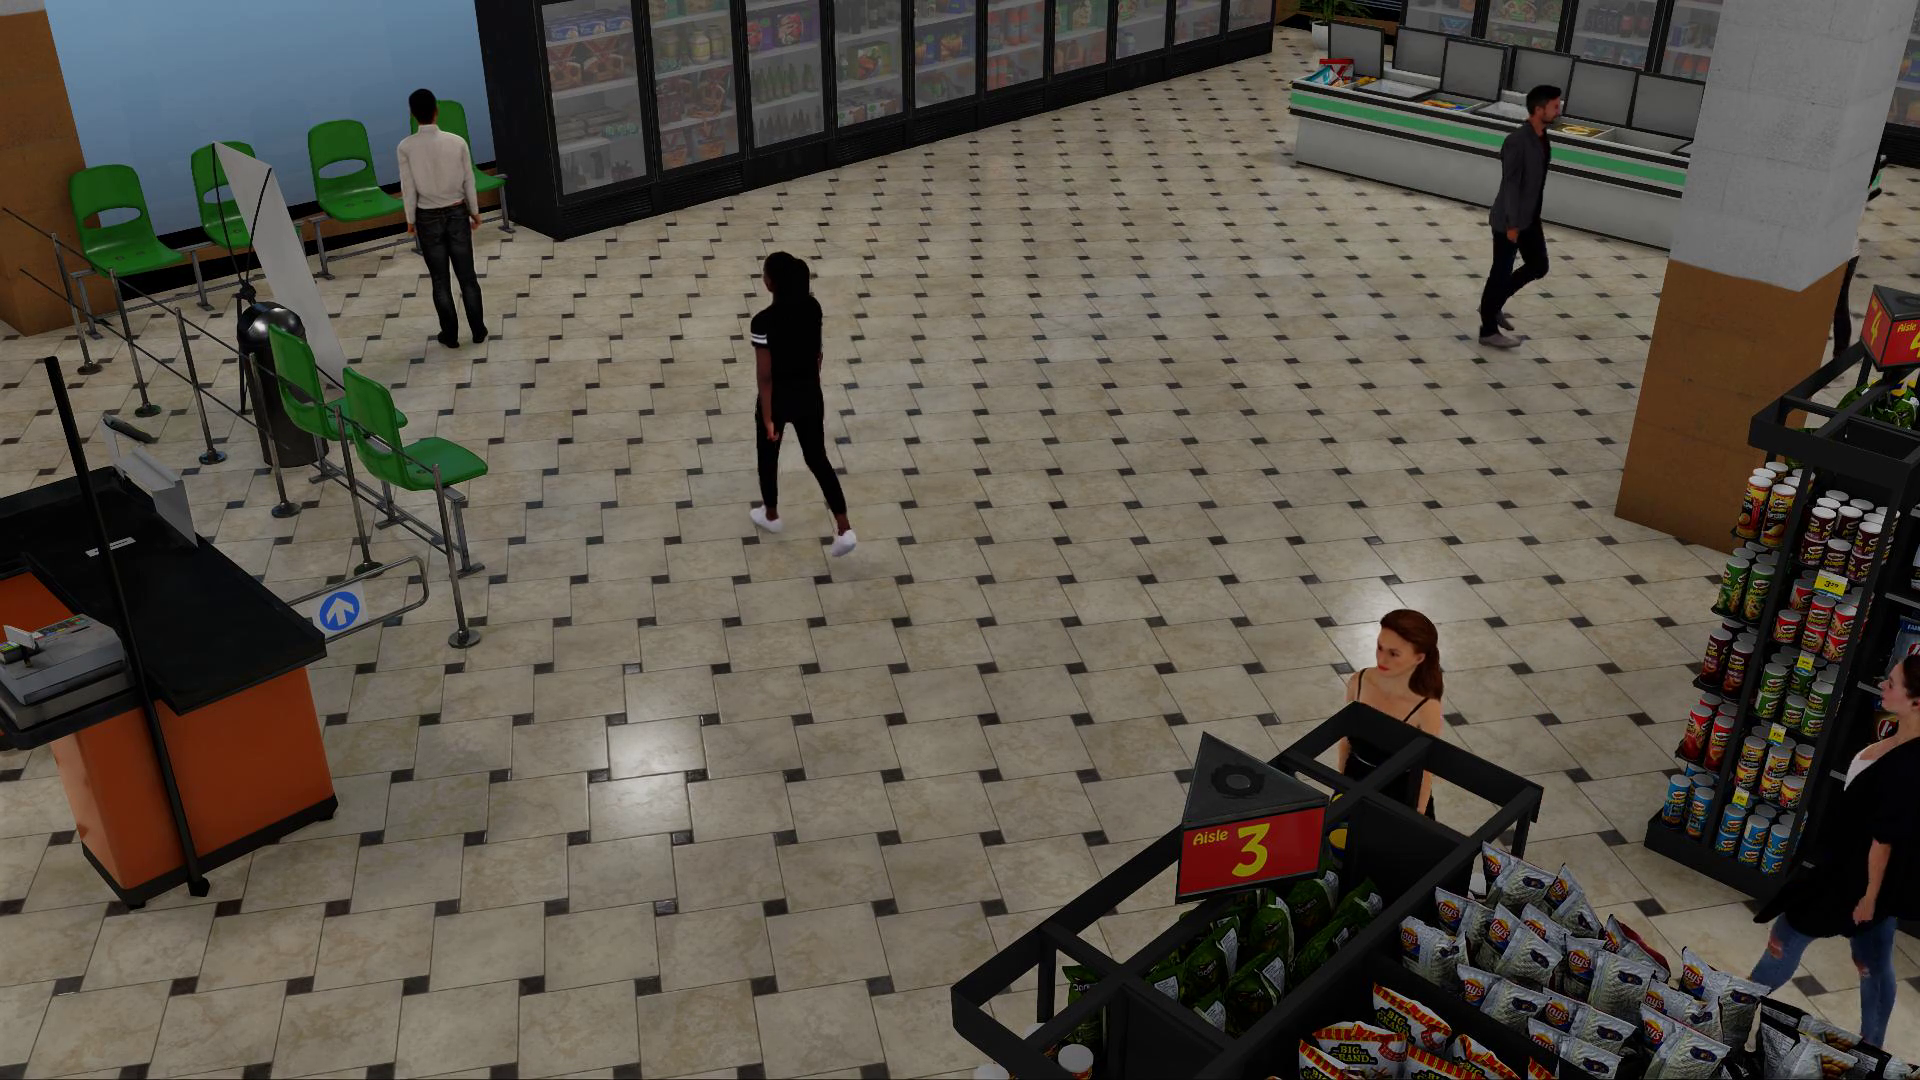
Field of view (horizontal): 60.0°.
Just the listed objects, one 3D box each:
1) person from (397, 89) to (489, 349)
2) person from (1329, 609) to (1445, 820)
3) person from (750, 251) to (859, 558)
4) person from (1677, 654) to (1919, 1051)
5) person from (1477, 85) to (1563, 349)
[{"bbox_3d":[-3.629,-2.245,11.665,0.731,1.809,0.667,-13,31,-22],"label":"person"},{"bbox_3d":[1.592,0.956,6.044,0.636,1.579,0.986,-25,38,-38],"label":"person"},{"bbox_3d":[-0.847,-0.692,8.940,0.745,1.695,1.187,-18,34,-30],"label":"person"},{"bbox_3d":[3.154,1.157,5.590,0.931,1.661,0.700,21,35,33],"label":"person"},{"bbox_3d":[3.817,-2.264,11.648,0.669,1.860,0.702,23,36,36],"label":"person"}]
